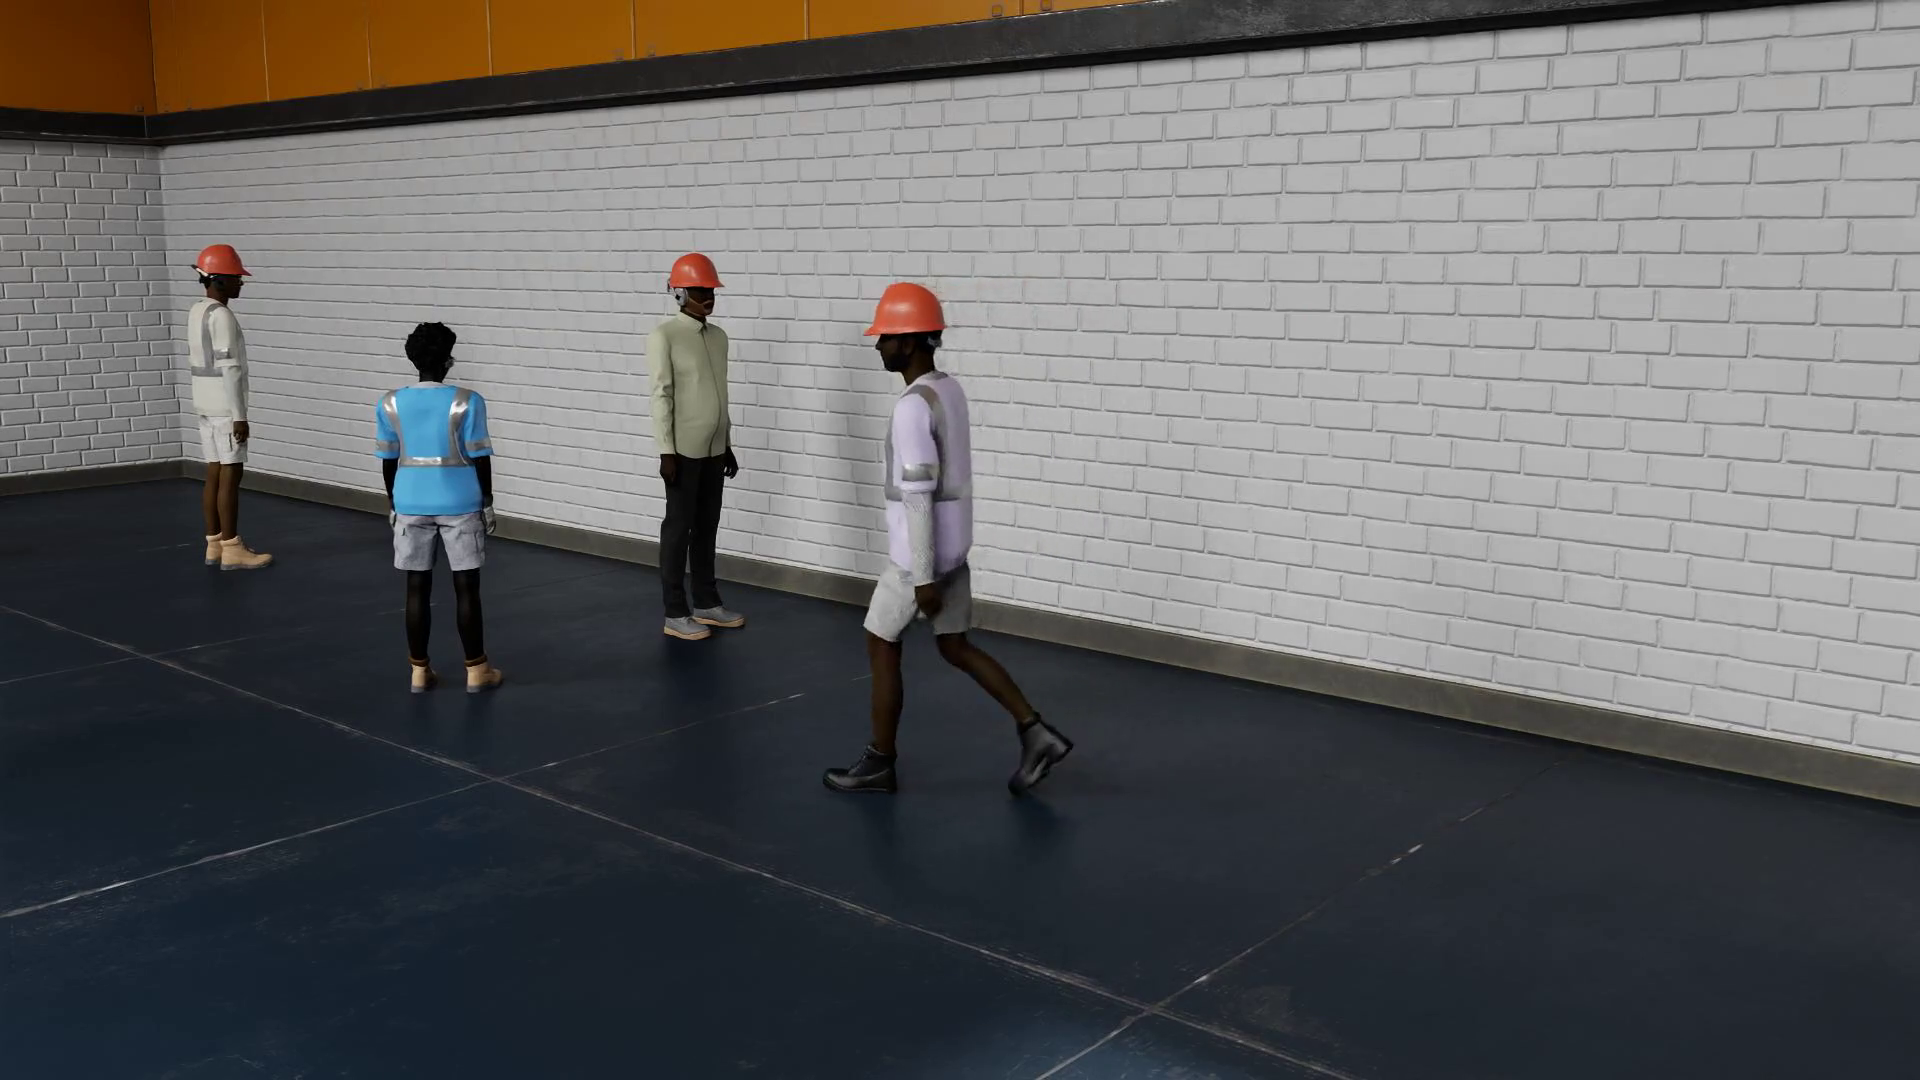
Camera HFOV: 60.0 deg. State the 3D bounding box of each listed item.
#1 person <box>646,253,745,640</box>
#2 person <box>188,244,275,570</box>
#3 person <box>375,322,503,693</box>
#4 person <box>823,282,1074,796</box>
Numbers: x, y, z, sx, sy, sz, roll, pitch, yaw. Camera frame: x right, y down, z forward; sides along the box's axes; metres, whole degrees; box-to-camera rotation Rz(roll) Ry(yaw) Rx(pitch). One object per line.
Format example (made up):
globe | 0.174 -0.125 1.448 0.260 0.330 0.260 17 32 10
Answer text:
person | -1.382 -0.492 8.711 0.376 1.995 0.609 5 11 26
person | -4.633 -0.836 10.536 0.389 2.041 0.614 -9 13 -40
person | -2.362 -0.139 7.561 0.529 1.692 0.319 1 10 3
person | -0.045 0.025 6.044 0.879 1.909 0.549 4 11 20
